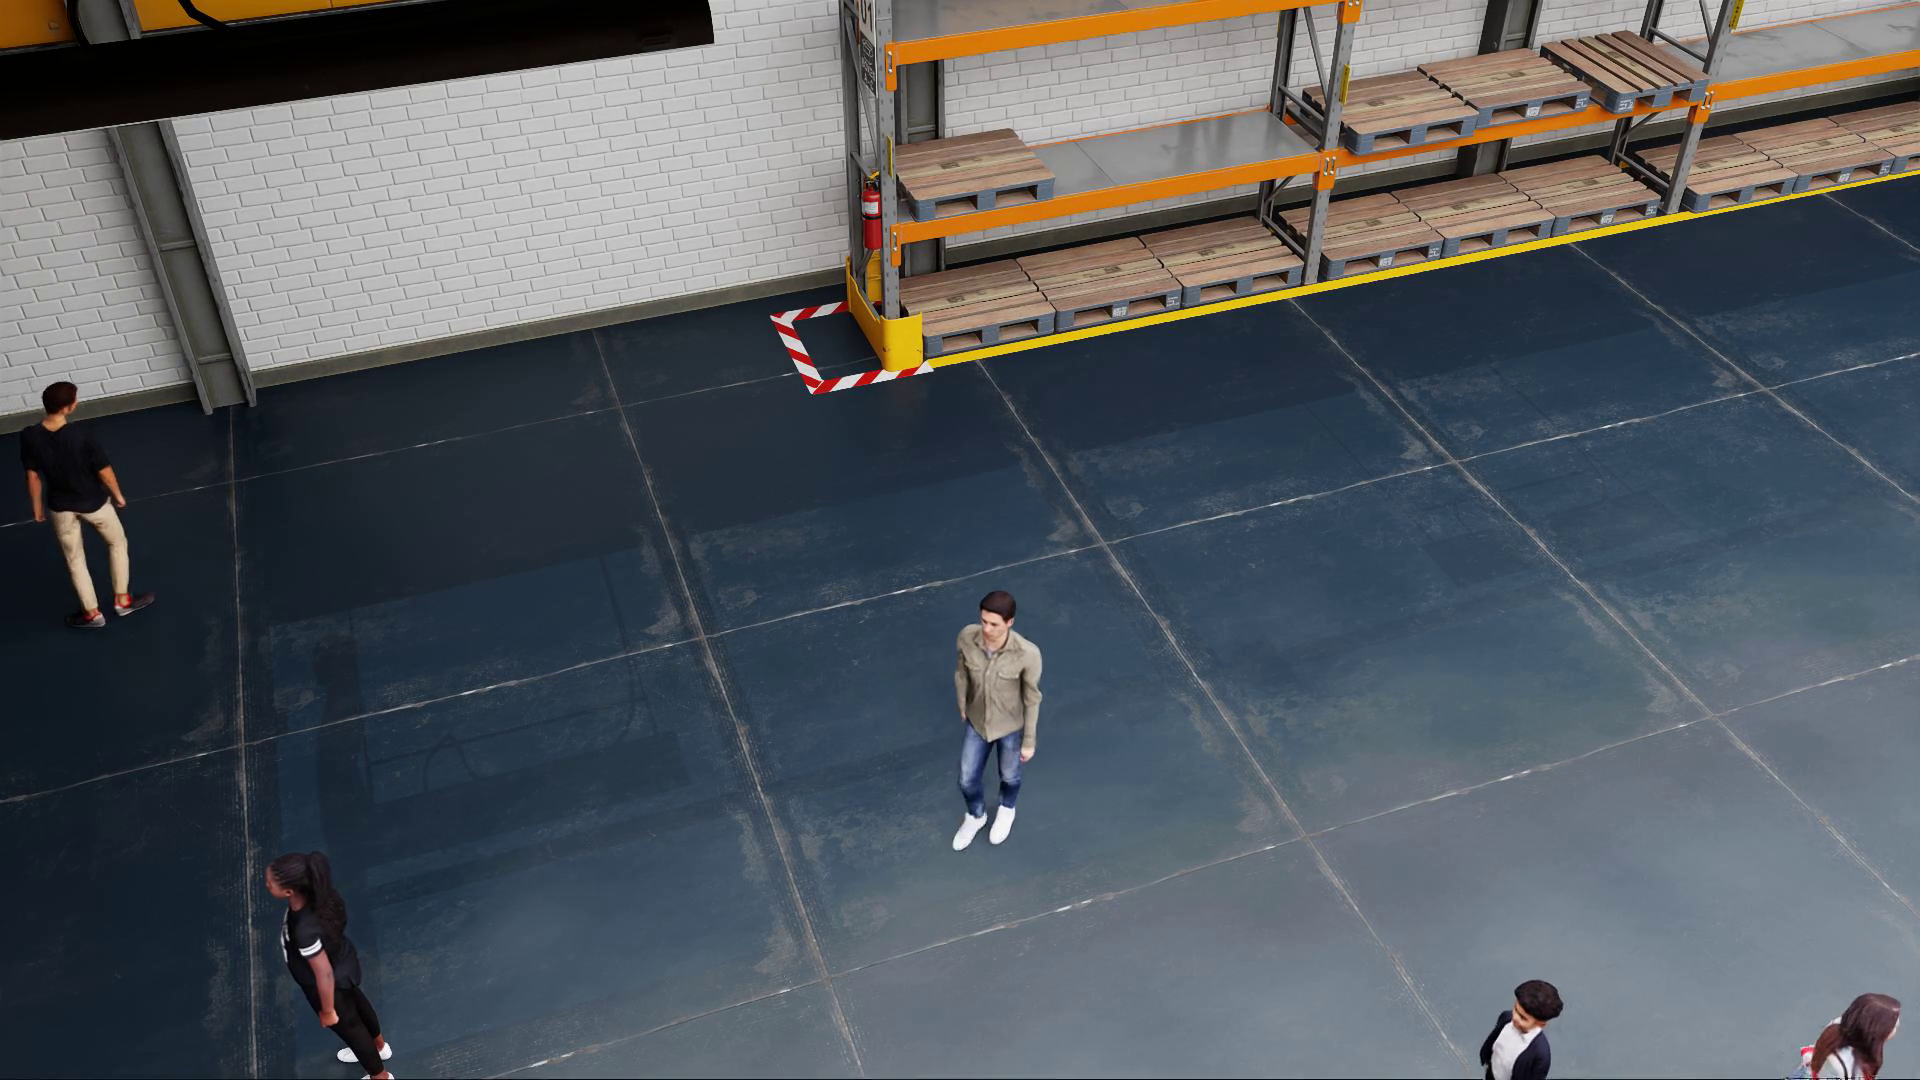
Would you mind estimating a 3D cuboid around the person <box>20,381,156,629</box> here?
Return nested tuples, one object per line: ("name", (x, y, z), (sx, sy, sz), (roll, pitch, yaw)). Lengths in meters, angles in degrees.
("person", (-5.895, -0.197, 11.033), (0.554, 1.818, 0.861), (-20, 43, -23))

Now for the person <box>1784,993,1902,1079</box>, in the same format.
("person", (3.862, 2.632, 7.676), (0.961, 1.585, 0.885), (16, 41, 19))

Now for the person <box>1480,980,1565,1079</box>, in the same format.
("person", (2.724, 2.562, 8.060), (0.653, 1.216, 0.503), (-13, 41, -16))

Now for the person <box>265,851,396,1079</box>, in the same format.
("person", (-3.097, 2.141, 8.177), (0.557, 1.729, 0.617), (-11, 40, -13))

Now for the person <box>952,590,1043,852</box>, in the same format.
("person", (0.257, 0.975, 9.536), (0.835, 1.853, 0.903), (14, 41, 17))
